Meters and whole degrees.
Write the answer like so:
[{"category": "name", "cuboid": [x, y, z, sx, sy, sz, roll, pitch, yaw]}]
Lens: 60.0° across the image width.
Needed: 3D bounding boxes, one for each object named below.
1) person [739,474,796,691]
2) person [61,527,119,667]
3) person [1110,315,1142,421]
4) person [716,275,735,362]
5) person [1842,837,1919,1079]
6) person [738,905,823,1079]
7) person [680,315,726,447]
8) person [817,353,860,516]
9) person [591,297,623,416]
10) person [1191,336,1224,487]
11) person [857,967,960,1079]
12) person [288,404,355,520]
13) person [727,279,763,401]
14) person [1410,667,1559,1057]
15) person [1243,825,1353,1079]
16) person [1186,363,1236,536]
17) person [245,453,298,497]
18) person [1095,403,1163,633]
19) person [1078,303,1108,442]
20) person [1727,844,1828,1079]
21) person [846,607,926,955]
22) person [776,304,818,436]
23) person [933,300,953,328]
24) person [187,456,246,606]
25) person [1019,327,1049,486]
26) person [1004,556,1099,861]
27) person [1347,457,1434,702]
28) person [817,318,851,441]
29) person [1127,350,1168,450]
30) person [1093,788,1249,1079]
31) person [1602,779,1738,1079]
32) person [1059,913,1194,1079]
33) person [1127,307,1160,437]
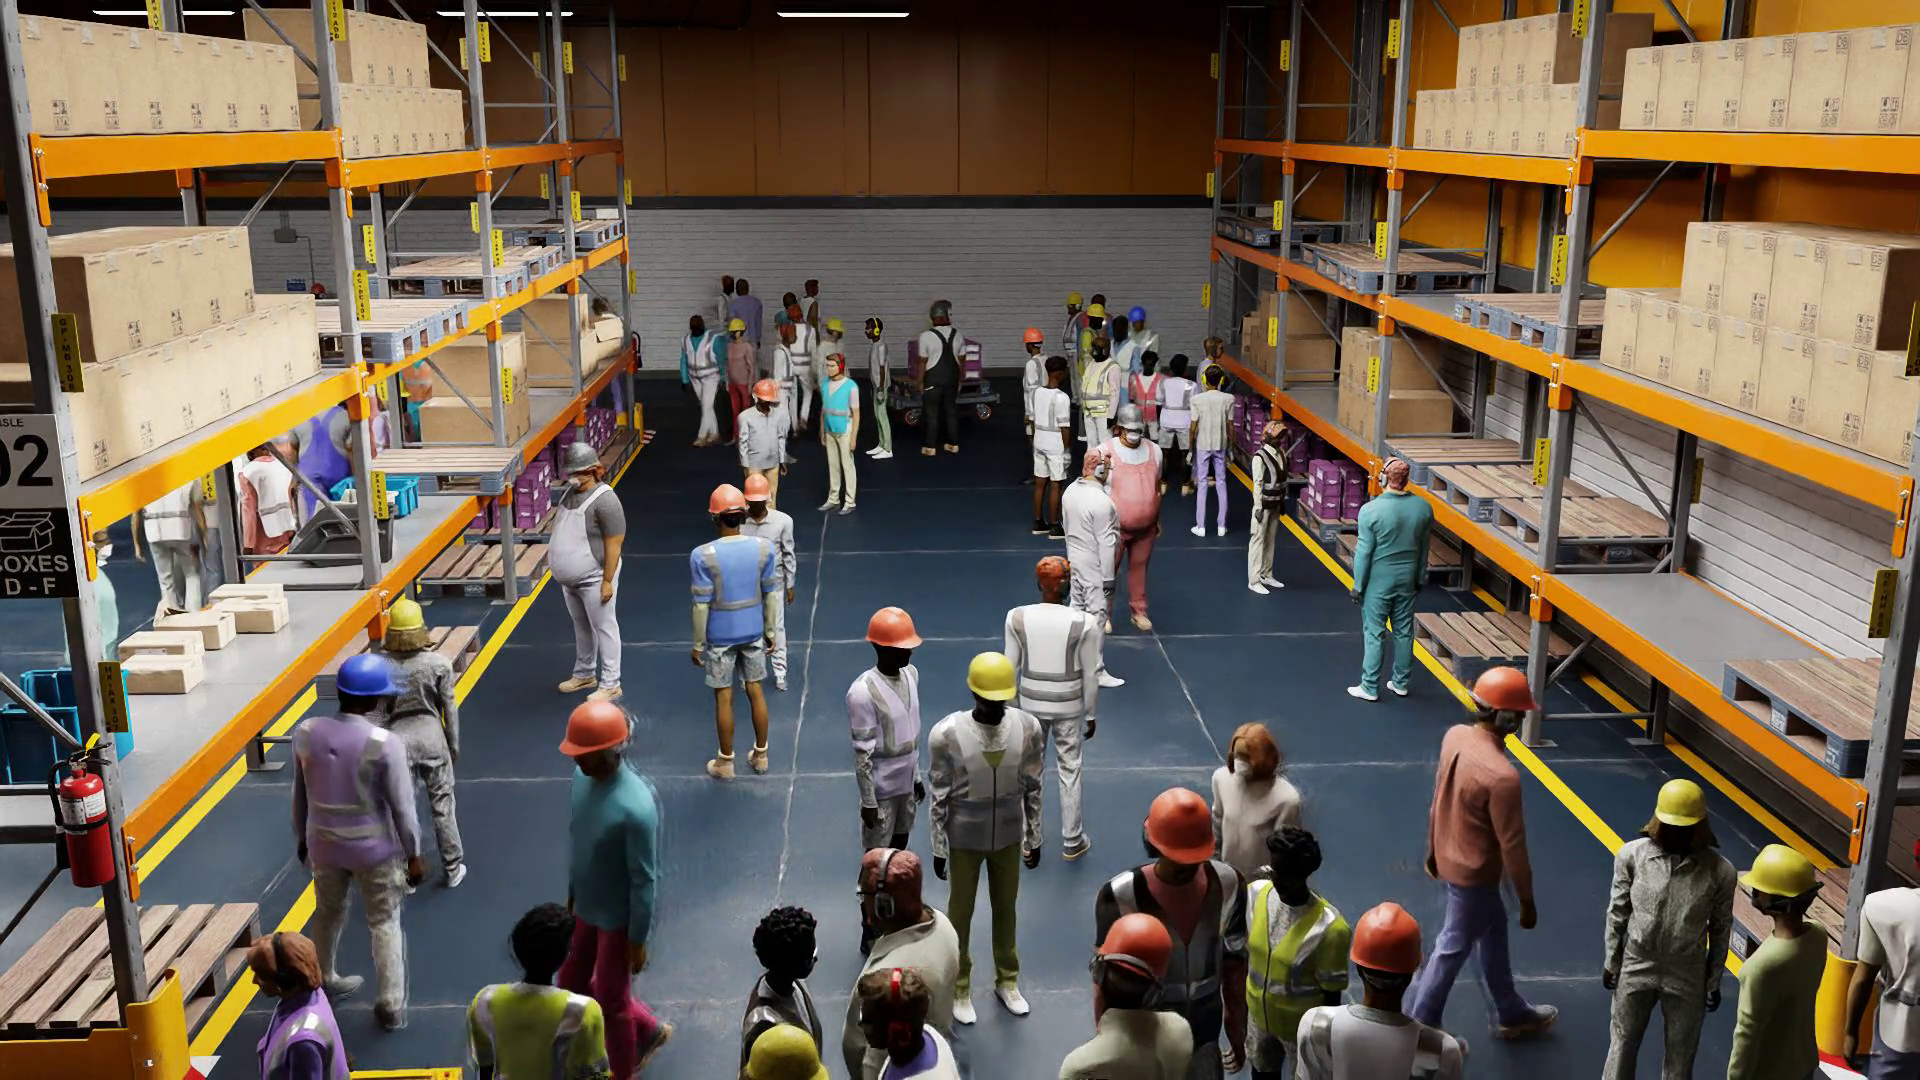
[{"category": "person", "cuboid": [-1.565, 0.333, 13.004, 0.566, 1.744, 0.350, -1, 14, -3]}, {"category": "person", "cuboid": [-5.595, 0.799, 10.789, 0.366, 1.936, 0.630, -8, 16, -29]}, {"category": "person", "cuboid": [2.173, -2.012, 21.919, 0.419, 1.929, 0.617, -9, 17, -31]}, {"category": "person", "cuboid": [-3.769, -3.445, 27.573, 0.520, 1.870, 0.618, 2, 14, 6]}, {"category": "person", "cuboid": [3.744, 1.955, 6.453, 0.563, 1.837, 0.389, 6, 15, 22]}, {"category": "person", "cuboid": [-0.652, 2.126, 6.074, 0.320, 1.694, 0.535, 1, 14, 5]}, {"category": "person", "cuboid": [-3.547, -2.175, 22.747, 0.648, 1.792, 0.862, 6, 16, 24]}, {"category": "person", "cuboid": [-1.352, -1.207, 18.842, 0.564, 1.847, 0.395, 13, 19, 41]}, {"category": "person", "cuboid": [-5.403, -2.733, 24.904, 0.808, 1.813, 0.512, 6, 15, 23]}, {"category": "person", "cuboid": [3.024, -1.566, 20.288, 0.336, 1.838, 0.511, 0, 14, 0]}, {"category": "person", "cuboid": [-0.088, 2.226, 5.478, 0.955, 1.798, 0.568, 0, 14, 1]}, {"category": "person", "cuboid": [-6.259, -0.687, 16.414, 0.724, 2.000, 0.964, -2, 14, -6]}, {"category": "person", "cuboid": [-3.409, -3.171, 26.386, 0.627, 1.933, 0.367, -11, 18, -38]}, {"category": "person", "cuboid": [2.562, 1.538, 7.833, 0.928, 1.954, 0.662, -1, 14, -4]}, {"category": "person", "cuboid": [1.338, 1.948, 6.771, 0.319, 1.694, 0.535, -12, 18, -38]}, {"category": "person", "cuboid": [2.686, -0.965, 17.847, 0.521, 1.873, 0.335, 0, 14, -1]}, {"category": "person", "cuboid": [-8.035, -1.212, 19.136, 0.625, 1.706, 0.598, 0, 14, 1]}, {"category": "person", "cuboid": [1.477, -0.190, 14.466, 0.688, 2.000, 0.536, -5, 15, -17]}, {"category": "person", "cuboid": [1.839, -2.322, 23.083, 0.390, 1.918, 0.588, 4, 15, 14]}, {"category": "person", "cuboid": [3.099, 2.007, 6.402, 0.525, 1.760, 0.341, -12, 18, -38]}, {"category": "person", "cuboid": [-0.359, 1.288, 8.867, 0.358, 1.938, 0.546, 8, 16, 29]}, {"category": "person", "cuboid": [-2.300, -2.399, 23.481, 0.605, 1.863, 0.442, 0, 14, 2]}, {"category": "person", "cuboid": [-0.231, -2.960, 26.169, 0.555, 1.618, 0.499, 9, 17, 32]}, {"category": "person", "cuboid": [-6.409, -0.092, 14.360, 0.404, 1.906, 0.598, 9, 17, 32]}, {"category": "person", "cuboid": [0.904, -1.629, 20.323, 0.368, 1.933, 0.552, 7, 16, 24]}, {"category": "person", "cuboid": [0.550, 1.018, 10.038, 0.574, 1.881, 0.358, 4, 15, 16]}, {"category": "person", "cuboid": [3.285, 0.304, 12.796, 0.642, 1.908, 0.407, -5, 15, -20]}, {"category": "person", "cuboid": [-1.664, -2.161, 22.792, 0.767, 1.738, 0.543, 10, 17, 34]}, {"category": "person", "cuboid": [2.319, -1.527, 20.446, 0.544, 1.666, 0.646, 4, 15, 15]}, {"category": "person", "cuboid": [0.811, 1.887, 6.345, 0.611, 2.030, 0.410, -4, 15, -14]}, {"category": "person", "cuboid": [3.002, 1.836, 7.099, 0.493, 1.746, 0.283, 6, 16, 23]}, {"category": "person", "cuboid": [0.511, 2.172, 5.397, 0.397, 1.945, 0.644, 11, 18, 38]}, {"category": "person", "cuboid": [2.430, -2.212, 22.619, 0.624, 1.924, 0.459, 7, 16, 26]}]
